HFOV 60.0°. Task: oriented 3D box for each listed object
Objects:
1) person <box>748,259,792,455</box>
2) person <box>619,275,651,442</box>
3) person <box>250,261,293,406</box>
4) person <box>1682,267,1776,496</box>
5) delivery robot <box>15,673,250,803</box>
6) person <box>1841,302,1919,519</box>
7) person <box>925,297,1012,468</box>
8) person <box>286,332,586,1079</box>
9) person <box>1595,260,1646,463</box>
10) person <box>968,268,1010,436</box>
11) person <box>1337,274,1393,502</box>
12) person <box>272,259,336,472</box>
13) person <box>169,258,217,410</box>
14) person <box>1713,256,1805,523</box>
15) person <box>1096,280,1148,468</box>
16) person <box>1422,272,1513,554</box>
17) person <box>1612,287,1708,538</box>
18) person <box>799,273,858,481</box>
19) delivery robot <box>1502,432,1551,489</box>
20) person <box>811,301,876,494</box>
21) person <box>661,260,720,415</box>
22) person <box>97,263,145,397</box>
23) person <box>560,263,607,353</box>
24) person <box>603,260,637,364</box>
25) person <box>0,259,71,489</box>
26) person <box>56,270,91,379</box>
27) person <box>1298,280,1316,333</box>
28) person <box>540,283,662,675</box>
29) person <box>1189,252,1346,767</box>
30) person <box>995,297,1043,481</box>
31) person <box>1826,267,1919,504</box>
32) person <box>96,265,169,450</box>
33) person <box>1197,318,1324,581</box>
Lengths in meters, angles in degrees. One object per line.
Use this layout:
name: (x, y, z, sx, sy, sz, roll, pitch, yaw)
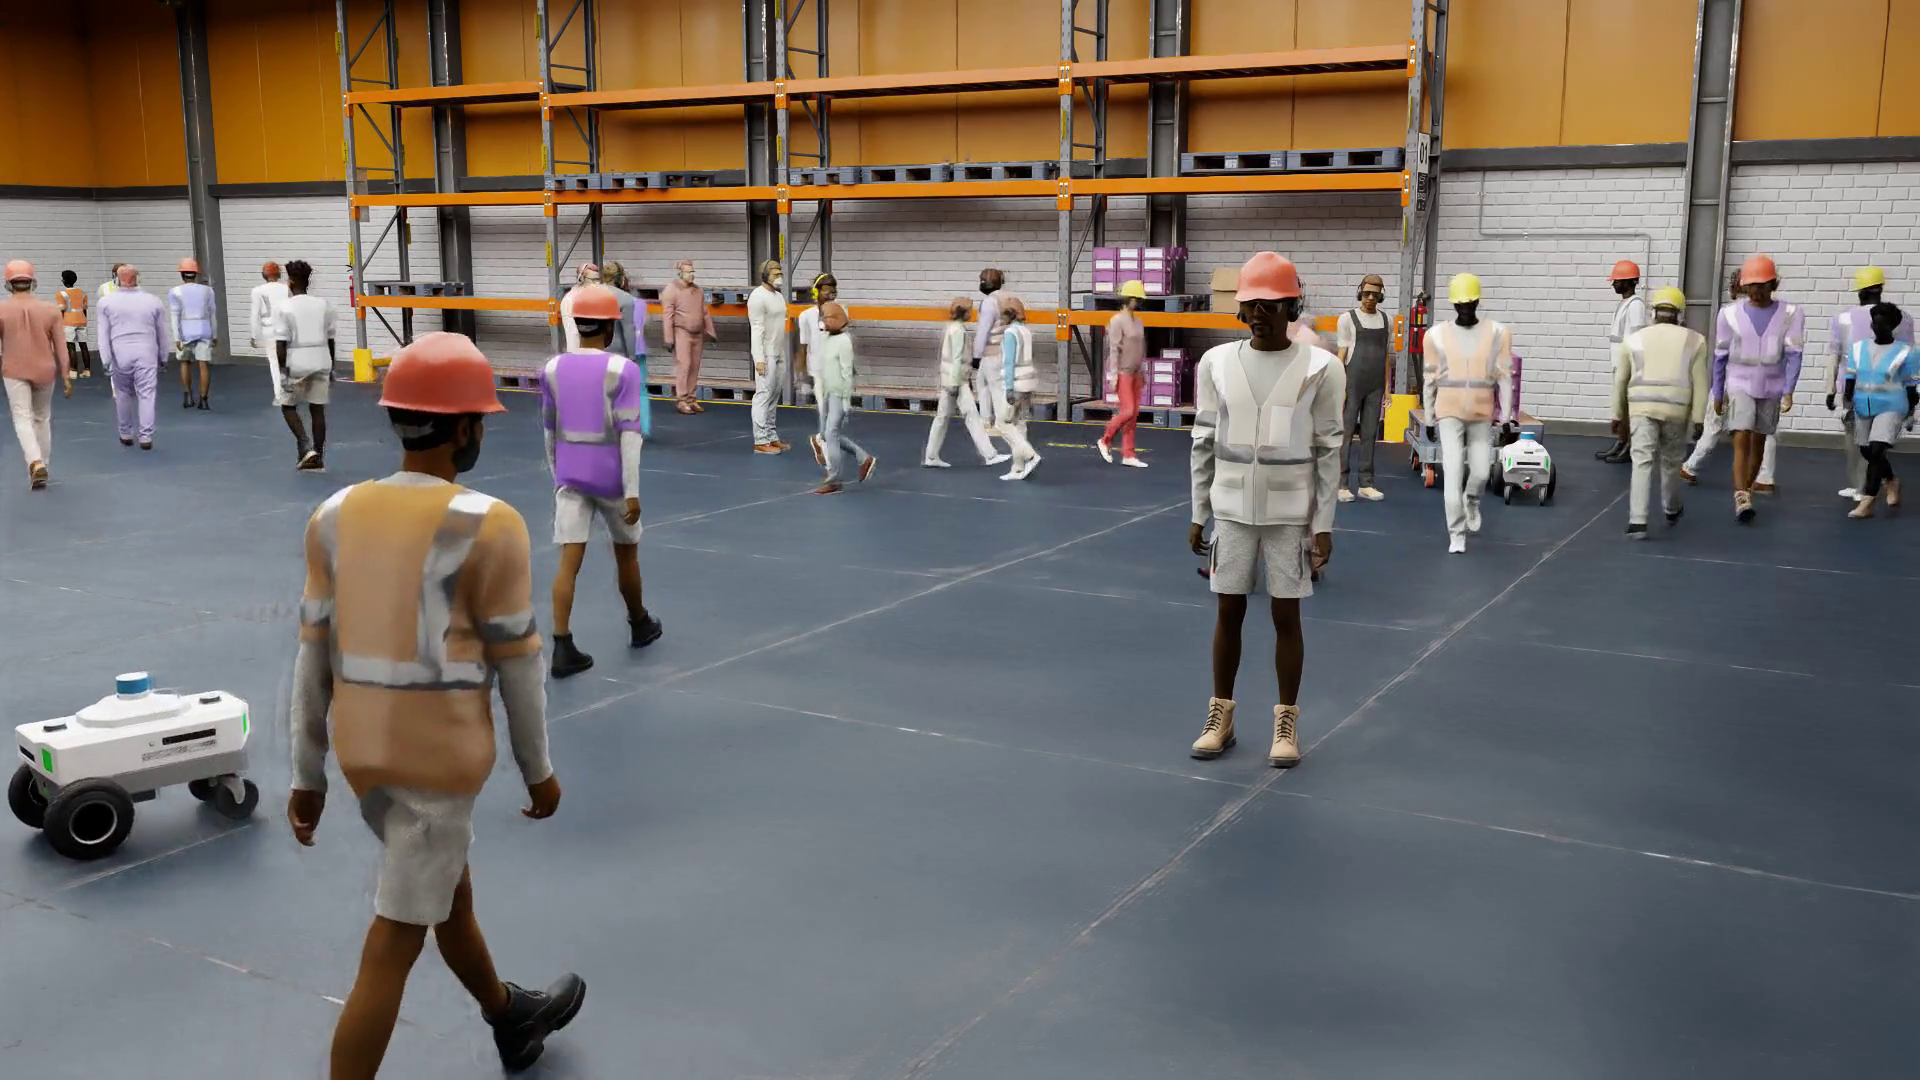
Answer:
person: (-1.902, -1.828, 16.638, 0.355, 1.936, 0.637, 3, 10, 16)
person: (-3.597, -1.952, 17.764, 0.580, 1.786, 0.988, -8, 13, -37)
person: (-8.877, -2.676, 21.614, 0.607, 1.868, 0.447, -9, 14, -43)
person: (6.536, -1.350, 14.060, 0.653, 1.884, 1.011, -5, 11, -24)
delivery robot: (-2.913, 0.714, 5.890, 0.707, 0.478, 0.477, -9, 14, -43)
person: (7.127, -1.010, 12.808, 0.822, 1.653, 0.512, -6, 12, -31)
person: (0.058, -1.451, 15.445, 0.841, 1.593, 0.536, -1, 10, -8)
person: (-1.198, 0.477, 3.770, 0.544, 1.873, 1.026, 5, 11, 25)
person: (6.339, -1.695, 15.895, 0.376, 1.934, 0.547, 1, 10, 8)
person: (0.264, -2.035, 18.129, 0.660, 1.821, 0.661, 3, 11, 18)
person: (3.288, -1.229, 13.521, 0.507, 1.842, 0.351, -3, 11, -18)
person: (-5.977, -1.580, 15.191, 0.618, 1.949, 0.412, -10, 14, -44)
person: (-9.744, -2.612, 21.149, 0.553, 1.914, 0.673, -6, 12, -32)
person: (5.966, -1.117, 12.468, 0.601, 1.977, 1.038, 4, 11, 21)
person: (1.559, -1.544, 15.514, 0.394, 1.752, 0.550, 7, 12, 35)
person: (3.456, -0.883, 11.394, 0.604, 1.897, 0.674, 2, 10, 13)
person: (5.027, -0.922, 11.969, 0.635, 1.765, 0.964, 5, 11, 24)
person: (-1.208, -1.455, 14.808, 0.576, 1.836, 0.632, -7, 12, -33)
delivery robot: (4.608, -0.636, 13.538, 0.477, 0.478, 0.707, 3, 10, 15)
person: (-0.992, -1.198, 13.950, 0.541, 1.610, 0.508, -5, 11, -26)
person: (-3.353, -2.515, 20.638, 0.461, 1.898, 0.663, 7, 12, 33)
person: (-11.506, -2.889, 22.912, 0.626, 1.846, 0.429, -7, 12, -36)
person: (-3.683, -1.786, 16.508, 0.407, 1.902, 0.639, 2, 10, 10)
person: (-3.600, -1.913, 17.187, 0.643, 1.926, 0.394, 6, 11, 29)
person: (-8.025, -1.432, 14.341, 0.638, 1.968, 0.938, -8, 13, -39)
person: (-13.868, -3.363, 26.011, 0.318, 1.697, 0.535, 4, 11, 20)
person: (2.695, -1.253, 13.645, 0.507, 1.855, 0.581, -3, 10, -16)
person: (-1.804, -0.317, 8.240, 0.563, 1.886, 0.986, 3, 10, 15)
person: (1.204, -0.113, 6.628, 0.605, 2.044, 0.374, 4, 11, 22)
person: (0.513, -1.315, 14.599, 0.415, 1.621, 0.543, 4, 11, 23)
person: (7.366, -1.241, 13.426, 0.695, 1.899, 0.548, 6, 12, 30)
person: (-8.522, -1.883, 17.151, 0.664, 1.856, 0.975, -6, 12, -31)
person: (1.810, -0.619, 9.985, 0.981, 1.859, 0.675, -4, 11, -21)
